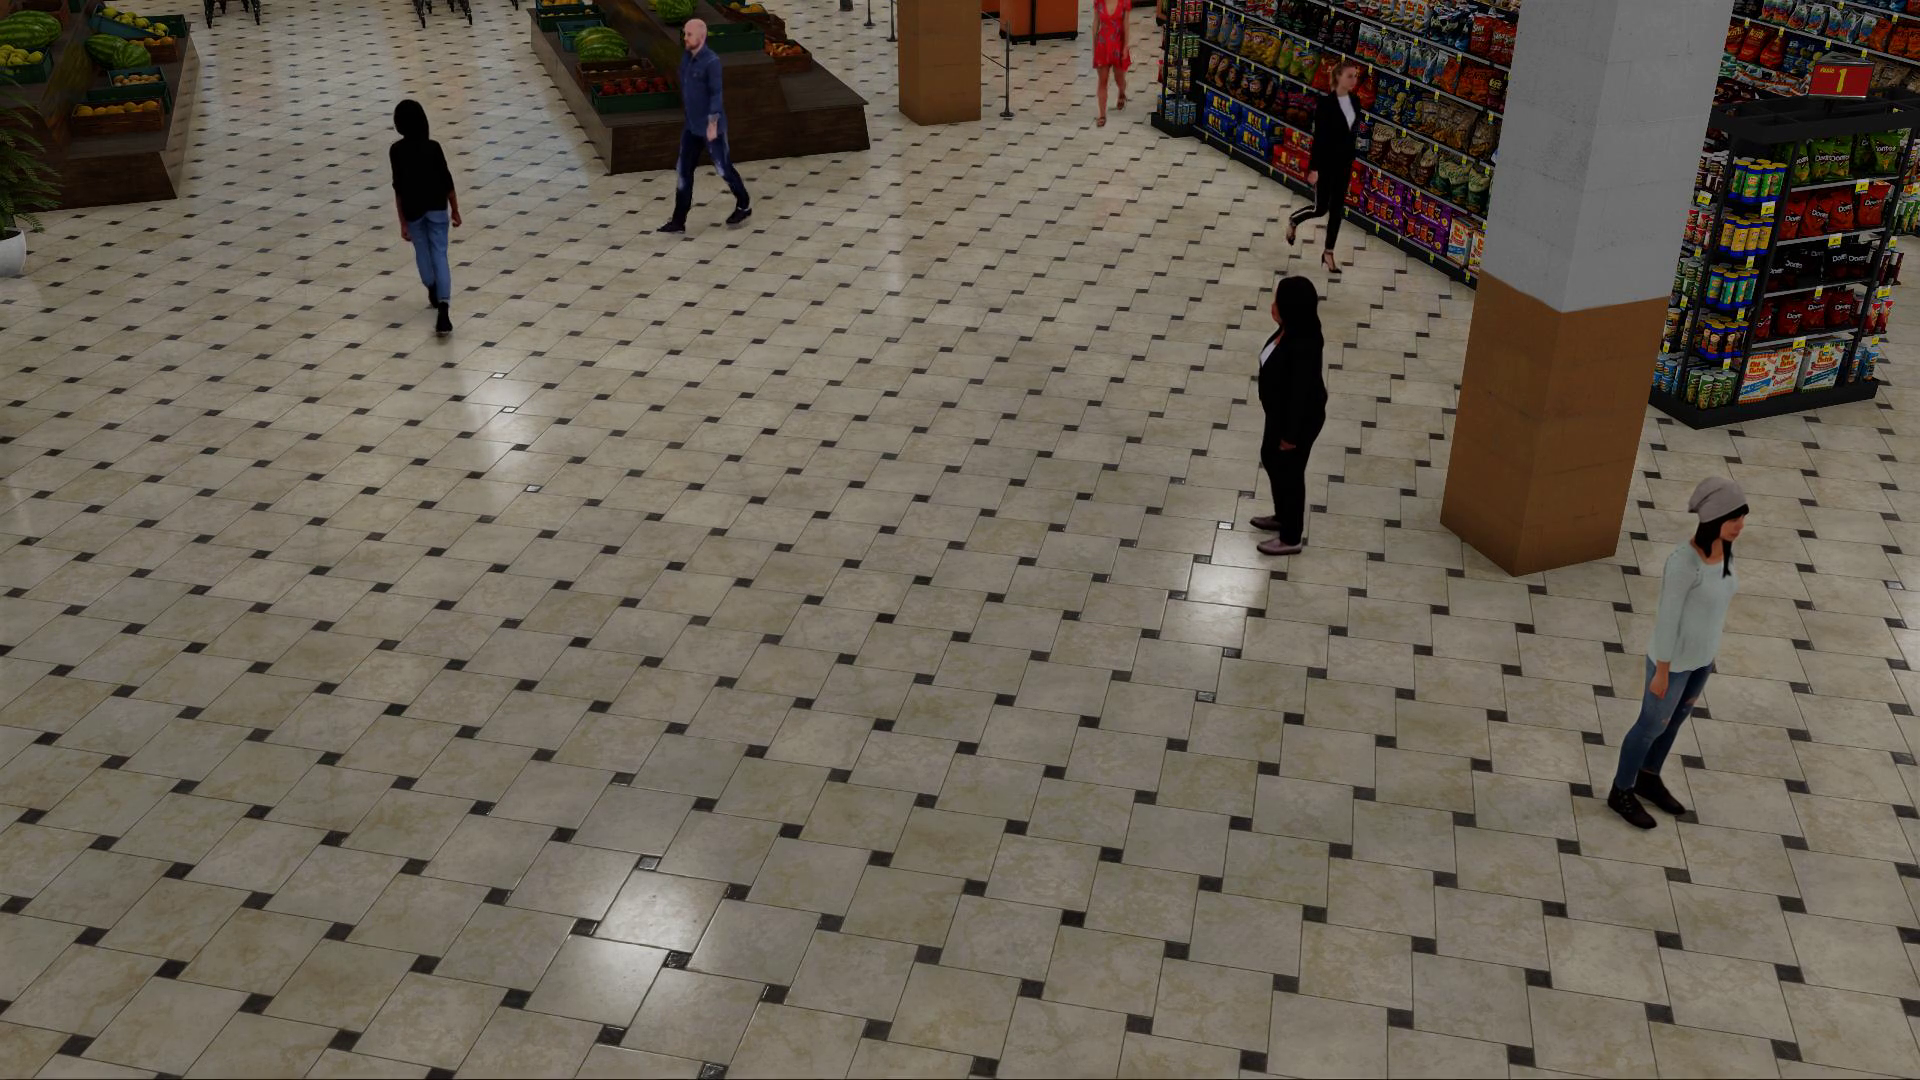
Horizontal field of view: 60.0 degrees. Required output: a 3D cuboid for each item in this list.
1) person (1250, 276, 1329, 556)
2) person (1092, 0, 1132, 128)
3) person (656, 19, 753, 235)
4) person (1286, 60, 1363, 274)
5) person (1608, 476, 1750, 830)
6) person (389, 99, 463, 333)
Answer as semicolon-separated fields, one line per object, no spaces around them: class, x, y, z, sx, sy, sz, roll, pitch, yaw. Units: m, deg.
person;1.841;-0.682;9.162;0.767;1.611;0.661;-2;29;-3
person;1.608;-5.164;17.411;0.882;1.572;1.027;7;29;12
person;-2.101;-3.481;14.117;1.249;1.775;1.139;25;37;38
person;2.927;-2.995;13.313;0.730;1.693;0.921;-17;33;-28
person;3.043;0.469;7.017;0.615;1.646;0.593;-21;35;-34
person;-3.872;-2.306;12.086;0.655;1.658;1.170;-7;29;-13
